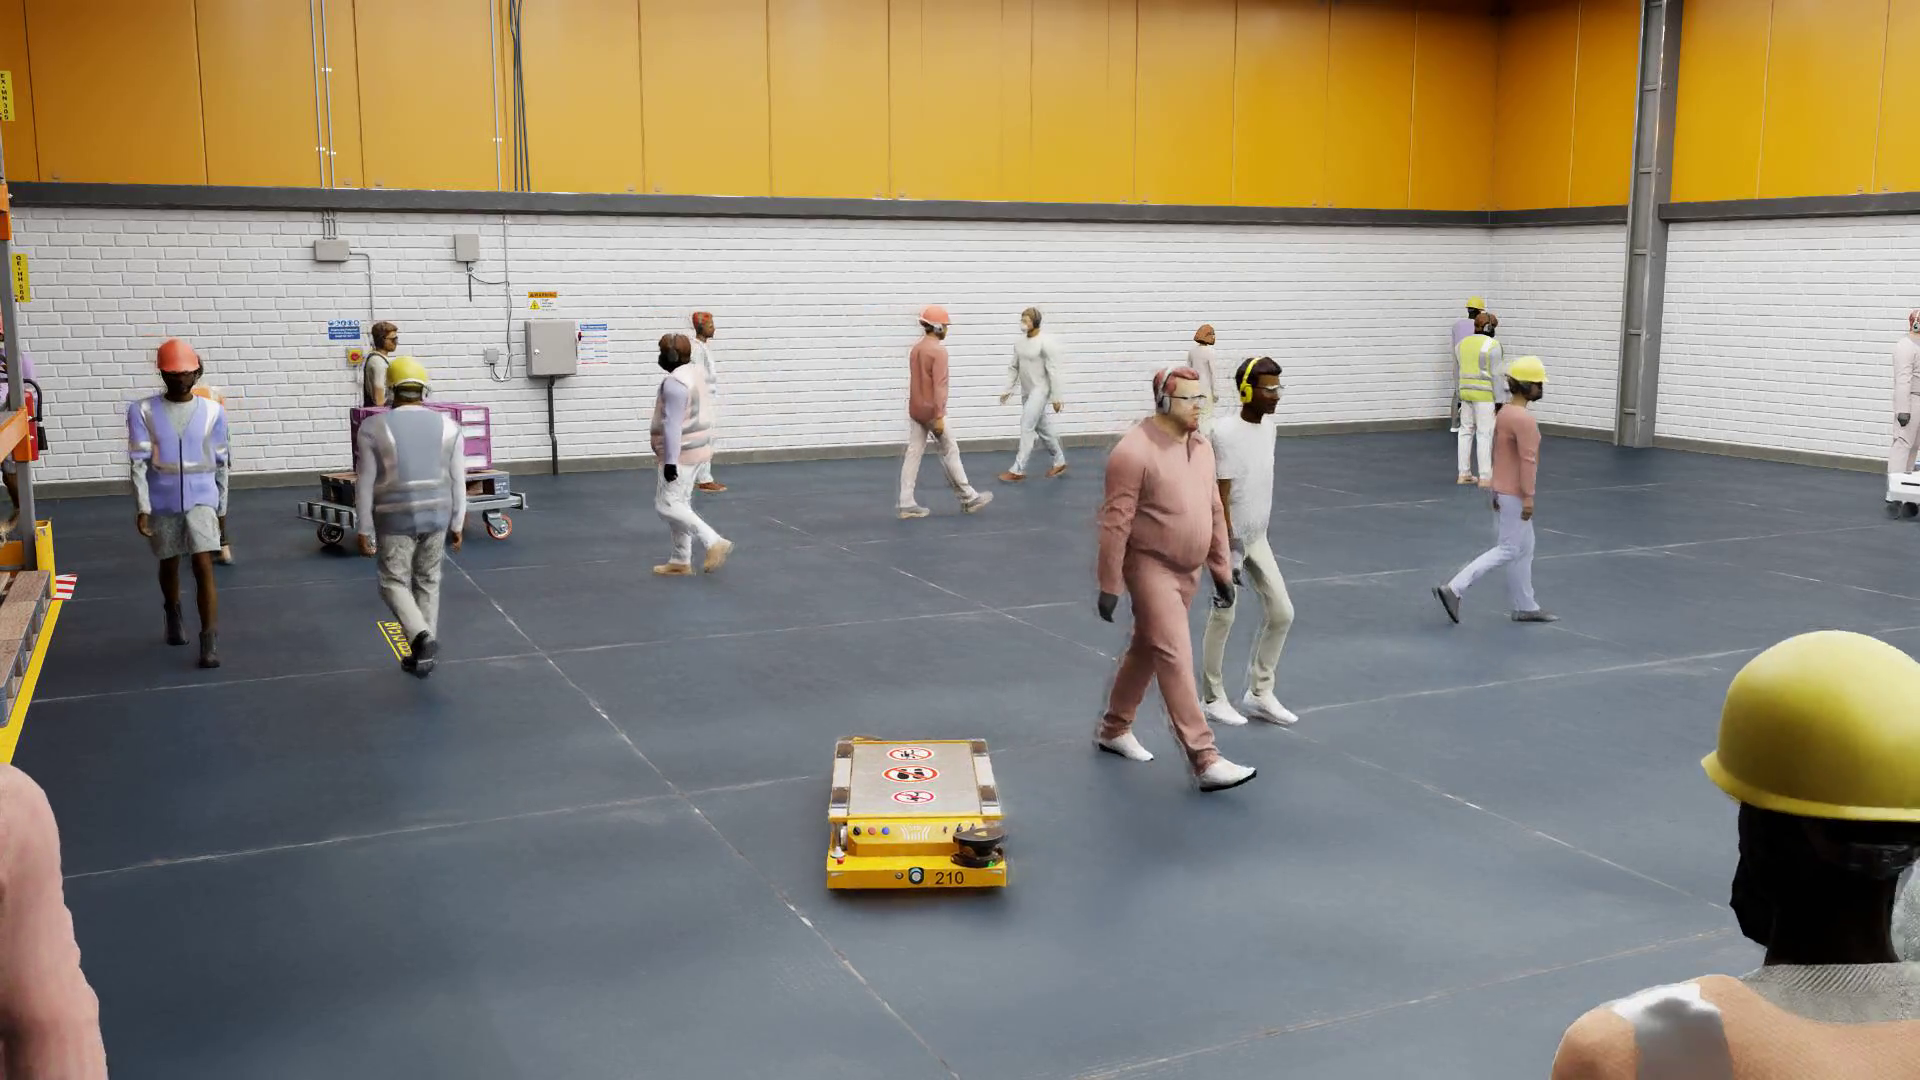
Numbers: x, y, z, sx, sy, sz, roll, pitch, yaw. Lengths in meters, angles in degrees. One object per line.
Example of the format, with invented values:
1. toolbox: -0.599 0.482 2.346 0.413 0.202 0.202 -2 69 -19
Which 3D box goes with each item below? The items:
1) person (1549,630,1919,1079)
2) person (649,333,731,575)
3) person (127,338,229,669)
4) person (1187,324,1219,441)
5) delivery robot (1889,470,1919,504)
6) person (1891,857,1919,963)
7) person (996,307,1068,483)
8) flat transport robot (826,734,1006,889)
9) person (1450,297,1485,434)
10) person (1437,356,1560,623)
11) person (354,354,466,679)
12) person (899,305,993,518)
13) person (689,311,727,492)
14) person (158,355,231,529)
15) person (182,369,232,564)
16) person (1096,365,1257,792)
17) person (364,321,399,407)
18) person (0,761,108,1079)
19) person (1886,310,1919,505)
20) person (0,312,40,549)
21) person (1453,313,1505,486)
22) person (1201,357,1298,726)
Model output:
1. person: 0.879 1.048 1.714 0.591 1.907 0.744 0 9 -3
2. person: -2.012 -0.613 12.258 0.531 1.824 0.643 1 9 4
3. person: -4.571 -0.244 9.781 0.539 1.900 1.000 -5 10 -27
4. person: 2.957 -1.799 20.203 0.265 1.632 0.508 -6 11 -33
5. delivery robot: 8.800 -0.472 15.019 0.477 0.478 0.707 -5 10 -29
6. person: 2.891 0.630 4.894 0.861 1.698 0.499 1 9 9
7. person: 0.829 -1.577 18.061 1.005 1.898 0.634 -5 11 -30
8. flat transport robot: -0.187 1.057 6.698 0.652 0.197 1.431 0 9 -2
9. person: 7.149 -2.439 23.302 0.388 1.918 0.582 -7 12 -38
10. person: 3.476 -0.306 10.630 0.776 1.743 0.532 0 9 1
11. person: -2.987 -0.108 9.150 0.610 1.814 0.619 -7 12 -38
12. person: -0.168 -1.188 15.423 0.980 1.947 0.652 -6 11 -32
13. person: -2.731 -1.417 17.103 0.571 1.872 0.582 0 9 1
14. person: -6.254 -0.722 13.612 0.526 1.612 0.407 -5 10 -26
15. person: -5.986 -0.640 12.962 0.874 1.646 0.542 5 10 27
16. person: 0.961 0.154 7.412 1.010 1.850 0.678 8 12 42
17. person: -5.342 -1.082 15.194 0.583 1.829 0.536 -4 10 -22
18. person: -1.597 0.938 2.438 0.689 1.882 0.828 -3 10 -19
19. person: 9.331 -1.297 16.248 0.653 1.906 0.408 -9 13 -44
20. person: -7.869 -0.913 13.615 0.616 2.003 0.899 -5 10 -26
21. person: 5.526 -1.487 17.651 0.430 1.837 0.619 -5 10 -29
22. person: 1.432 0.029 8.211 0.537 1.848 0.619 -8 12 -40
